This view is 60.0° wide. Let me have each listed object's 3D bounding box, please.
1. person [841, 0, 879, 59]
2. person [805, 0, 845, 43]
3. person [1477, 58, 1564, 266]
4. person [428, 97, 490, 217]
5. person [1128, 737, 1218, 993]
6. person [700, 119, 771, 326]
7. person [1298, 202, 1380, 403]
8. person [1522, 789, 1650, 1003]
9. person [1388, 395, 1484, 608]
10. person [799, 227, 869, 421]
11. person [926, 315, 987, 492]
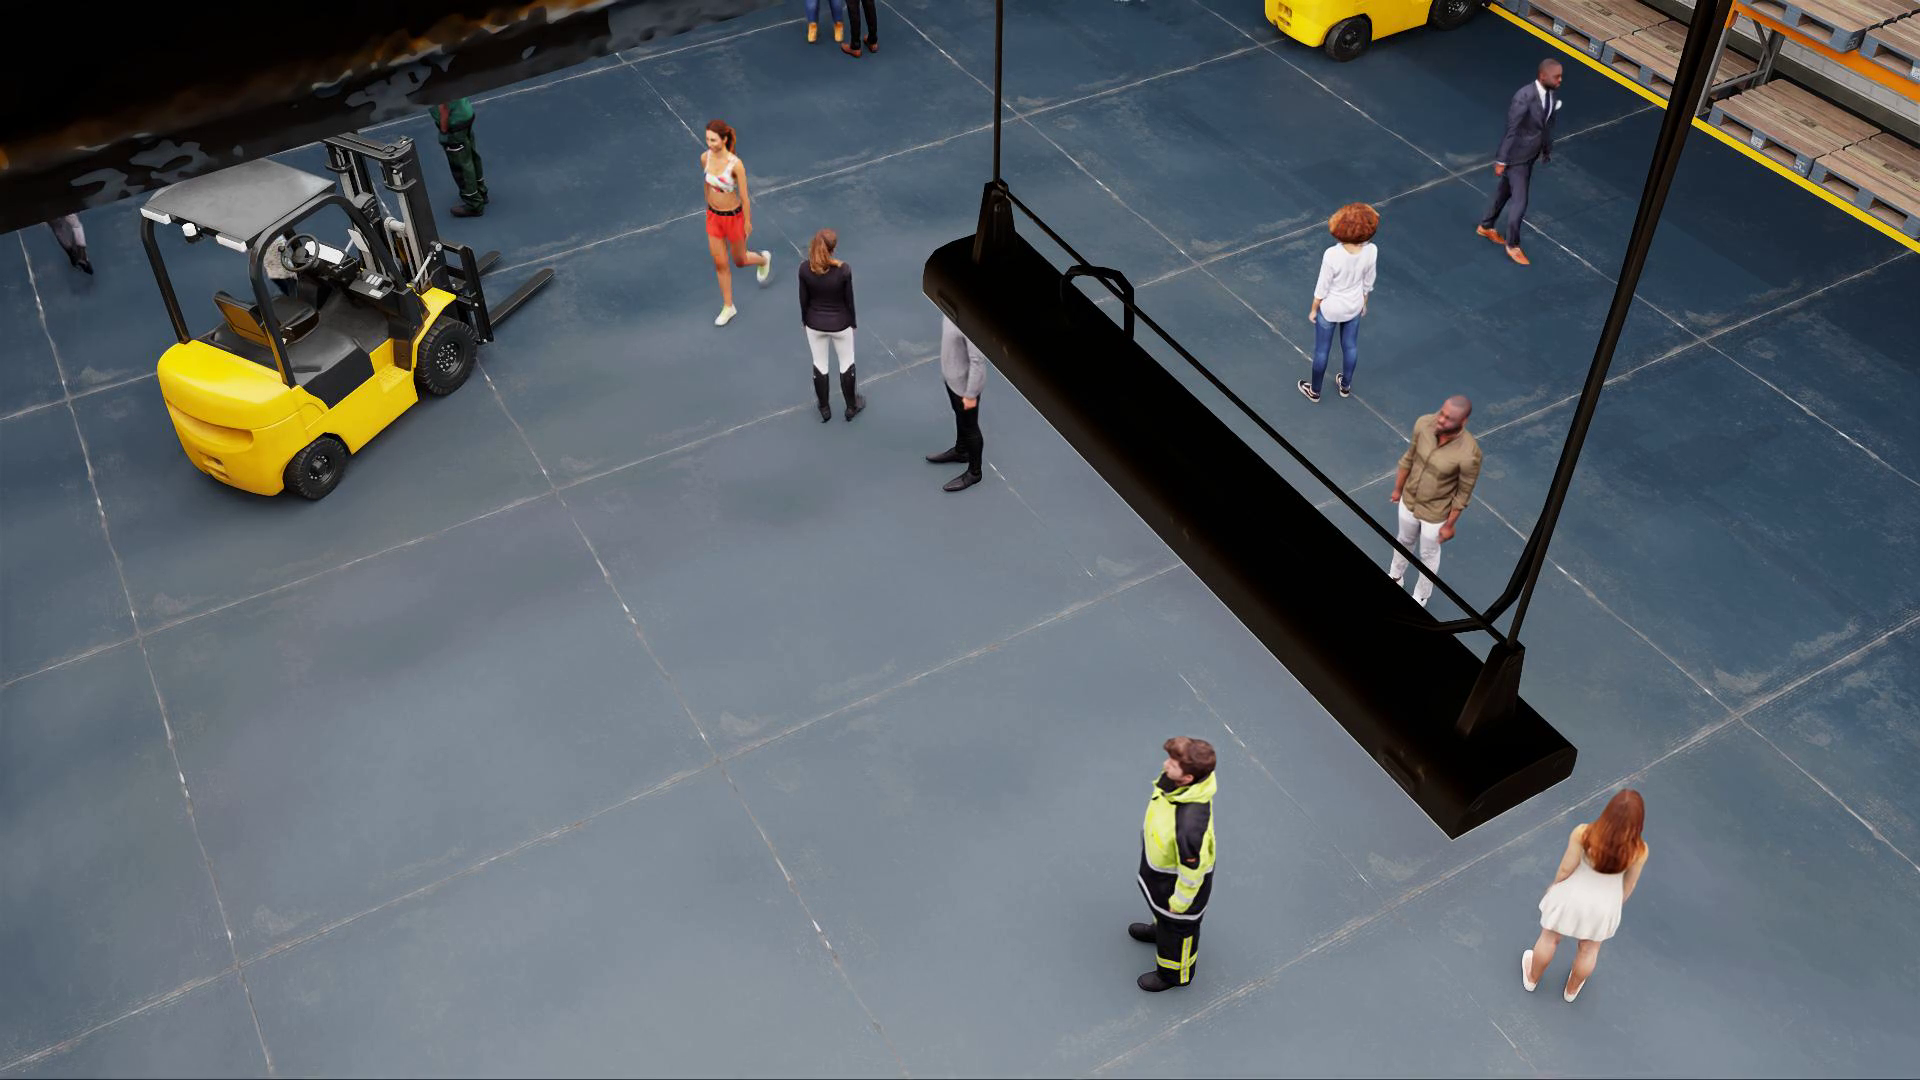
[{"bbox_3d":[-1.054,-5.846,16.908,0.720,1.881,0.573,-26,50,-25],"label":"person"},{"bbox_3d":[-1.434,-6.004,17.176,0.789,1.740,0.794,-3,44,-3],"label":"person"},{"bbox_3d":[4.760,-3.340,14.332,0.810,1.806,0.944,-31,52,-28],"label":"person"},{"bbox_3d":[-4.479,-3.726,14.713,0.847,1.839,0.751,4,44,4],"label":"person"},{"bbox_3d":[1.177,1.721,8.892,0.927,1.982,0.792,0,44,0],"label":"person"},{"bbox_3d":[-1.862,-2.658,13.640,1.022,1.773,0.970,20,47,20],"label":"person"},{"bbox_3d":[2.937,-1.813,12.799,0.711,1.709,0.695,-7,44,-7],"label":"person"},{"bbox_3d":[3.359,1.904,8.896,0.637,1.712,0.708,14,45,14],"label":"person"},{"bbox_3d":[3.121,-0.245,11.070,0.795,1.824,0.541,-26,50,-25],"label":"person"},{"bbox_3d":[-0.989,-1.614,12.575,0.710,1.729,0.739,0,44,0],"label":"person"},{"bbox_3d":[0.039,-1.205,12.006,0.852,1.923,0.662,-12,45,-12],"label":"person"}]
